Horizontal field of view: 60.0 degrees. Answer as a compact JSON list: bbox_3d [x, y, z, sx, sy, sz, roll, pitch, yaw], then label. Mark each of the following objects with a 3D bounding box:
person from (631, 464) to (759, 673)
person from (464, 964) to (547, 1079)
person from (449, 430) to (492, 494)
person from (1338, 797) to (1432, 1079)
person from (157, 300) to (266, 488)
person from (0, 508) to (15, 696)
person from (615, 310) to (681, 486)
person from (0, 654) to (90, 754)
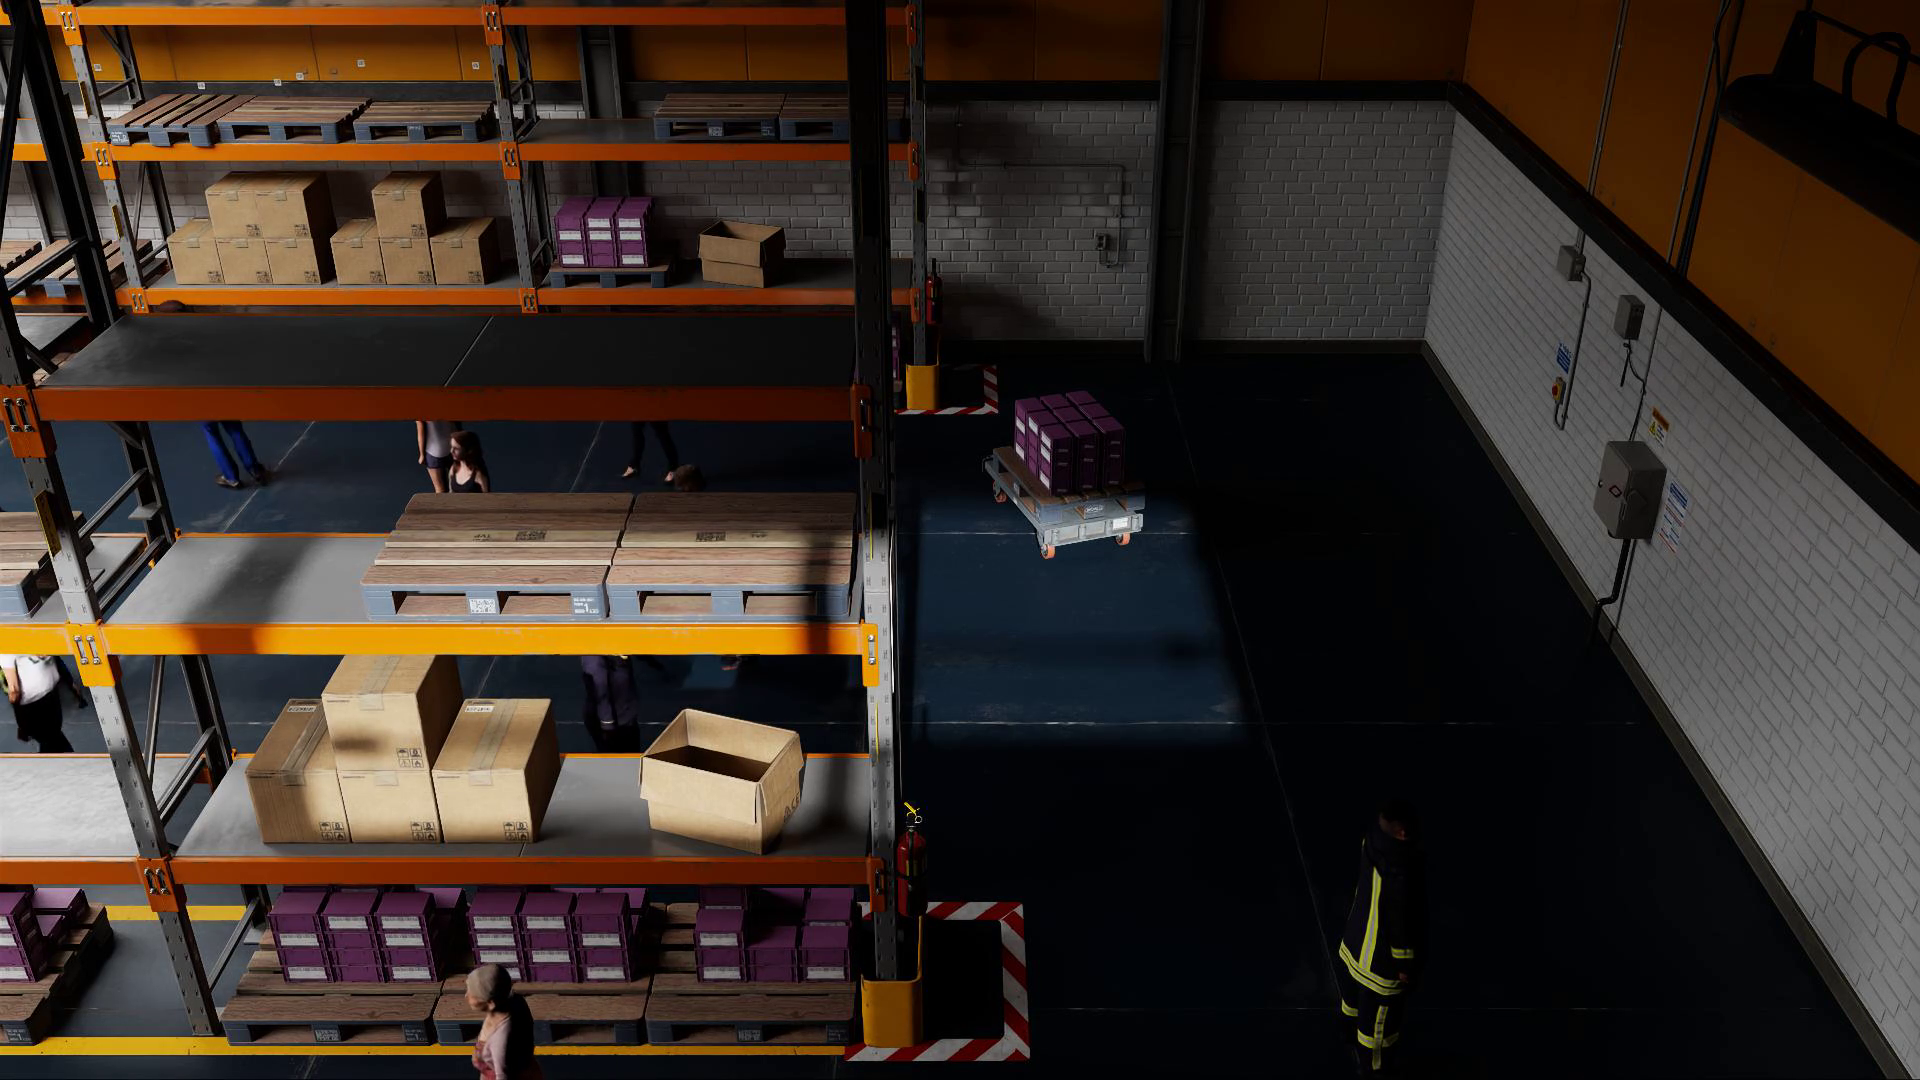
[{"bbox_3d":[-2.127,0.265,12.665,1.266,1.781,0.856,-7,29,-12],"label":"person"},{"bbox_3d":[-2.153,2.746,8.212,0.611,1.691,0.655,-2,29,-4],"label":"person"},{"bbox_3d":[-3.870,-0.103,13.380,0.583,1.743,0.709,12,31,21],"label":"person"},{"bbox_3d":[2.337,2.152,9.129,0.717,1.855,0.775,-3,29,-6],"label":"person"},{"bbox_3d":[-6.975,-1.343,15.548,0.896,1.844,0.976,-13,31,-22],"label":"person"},{"bbox_3d":[-7.198,0.353,12.462,0.655,1.822,0.743,1,29,2],"label":"person"},{"bbox_3d":[-2.791,-1.307,15.558,0.927,1.771,0.741,-5,29,-10],"label":"person"},{"bbox_3d":[-6.199,1.148,11.072,0.852,1.756,0.637,1,29,2],"label":"person"}]
